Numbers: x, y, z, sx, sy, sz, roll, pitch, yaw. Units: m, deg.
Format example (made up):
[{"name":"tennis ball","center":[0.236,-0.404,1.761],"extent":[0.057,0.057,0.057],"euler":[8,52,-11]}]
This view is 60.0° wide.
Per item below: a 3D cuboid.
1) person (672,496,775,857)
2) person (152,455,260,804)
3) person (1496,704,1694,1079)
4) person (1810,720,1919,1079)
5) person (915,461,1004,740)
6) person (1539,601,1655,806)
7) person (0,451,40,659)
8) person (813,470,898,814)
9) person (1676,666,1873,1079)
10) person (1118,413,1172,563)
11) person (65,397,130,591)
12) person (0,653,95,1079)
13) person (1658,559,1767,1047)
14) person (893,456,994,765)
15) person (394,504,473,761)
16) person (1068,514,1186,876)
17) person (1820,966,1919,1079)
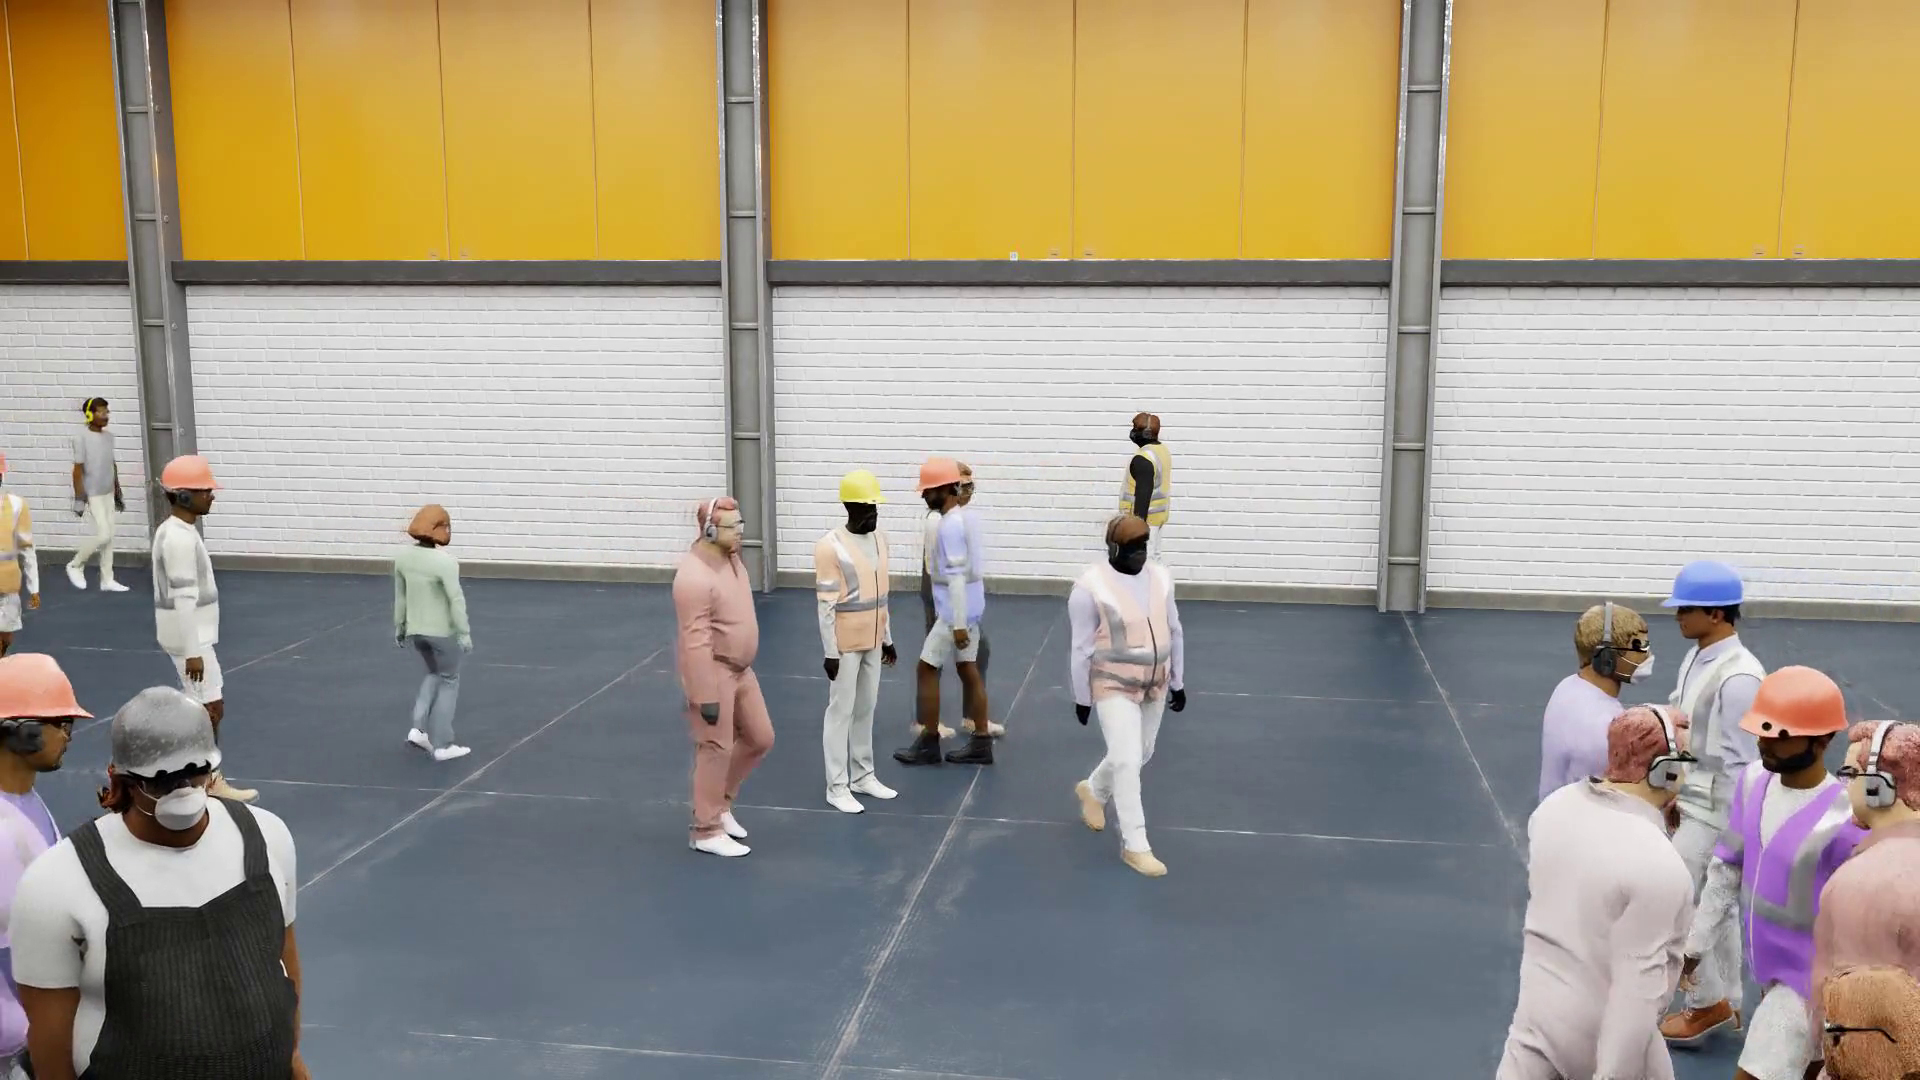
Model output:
[{"name":"person","center":[-1.215,0.709,8.587],"extent":[0.441,1.887,0.668],"euler":[2,9,13]},{"name":"person","center":[-4.317,0.542,9.199],"extent":[0.634,2.028,0.631],"euler":[-4,10,-23]},{"name":"person","center":[1.743,1.370,4.690],"extent":[1.011,1.854,0.636],"euler":[-3,10,-18]},{"name":"person","center":[2.437,1.415,4.300],"extent":[0.673,1.875,0.513],"euler":[-5,10,-27]},{"name":"person","center":[0.003,0.406,10.668],"extent":[0.712,1.817,0.539],"euler":[4,10,24]},{"name":"person","center":[2.144,1.159,5.662],"extent":[0.368,1.939,0.633],"euler":[2,9,12]},{"name":"person","center":[-6.551,0.286,11.199],"extent":[0.930,1.906,0.554],"euler":[7,12,37]},{"name":"person","center":[-0.570,0.558,9.399],"extent":[0.369,1.928,0.585],"euler":[6,11,34]},{"name":"person","center":[2.548,1.293,5.052],"extent":[1.054,1.885,0.542],"euler":[-1,9,-4]},{"name":"person","center":[1.556,-0.160,14.083],"extent":[0.429,1.846,0.633],"euler":[4,10,21]},{"name":"person","center":[-8.132,-0.417,15.659],"extent":[0.464,1.852,0.513],"euler":[1,9,9]},{"name":"person","center":[-2.638,1.309,4.654],"extent":[1.103,1.982,0.633],"euler":[-2,9,-12]},{"name":"person","center":[2.889,1.031,6.472],"extent":[0.519,1.927,0.639],"euler":[2,9,10]},{"name":"person","center":[-0.128,0.440,10.188],"extent":[0.758,1.904,0.579],"euler":[2,9,9]},{"name":"person","center":[-3.233,0.569,10.284],"extent":[0.553,1.611,0.351],"euler":[5,11,29]},{"name":"person","center":[0.832,0.743,8.631],"extent":[0.629,1.820,0.848],"euler":[-6,11,-33]},{"name":"person","center":[2.026,1.696,3.412],"extent":[0.692,1.598,0.556],"euler":[3,10,19]}]
